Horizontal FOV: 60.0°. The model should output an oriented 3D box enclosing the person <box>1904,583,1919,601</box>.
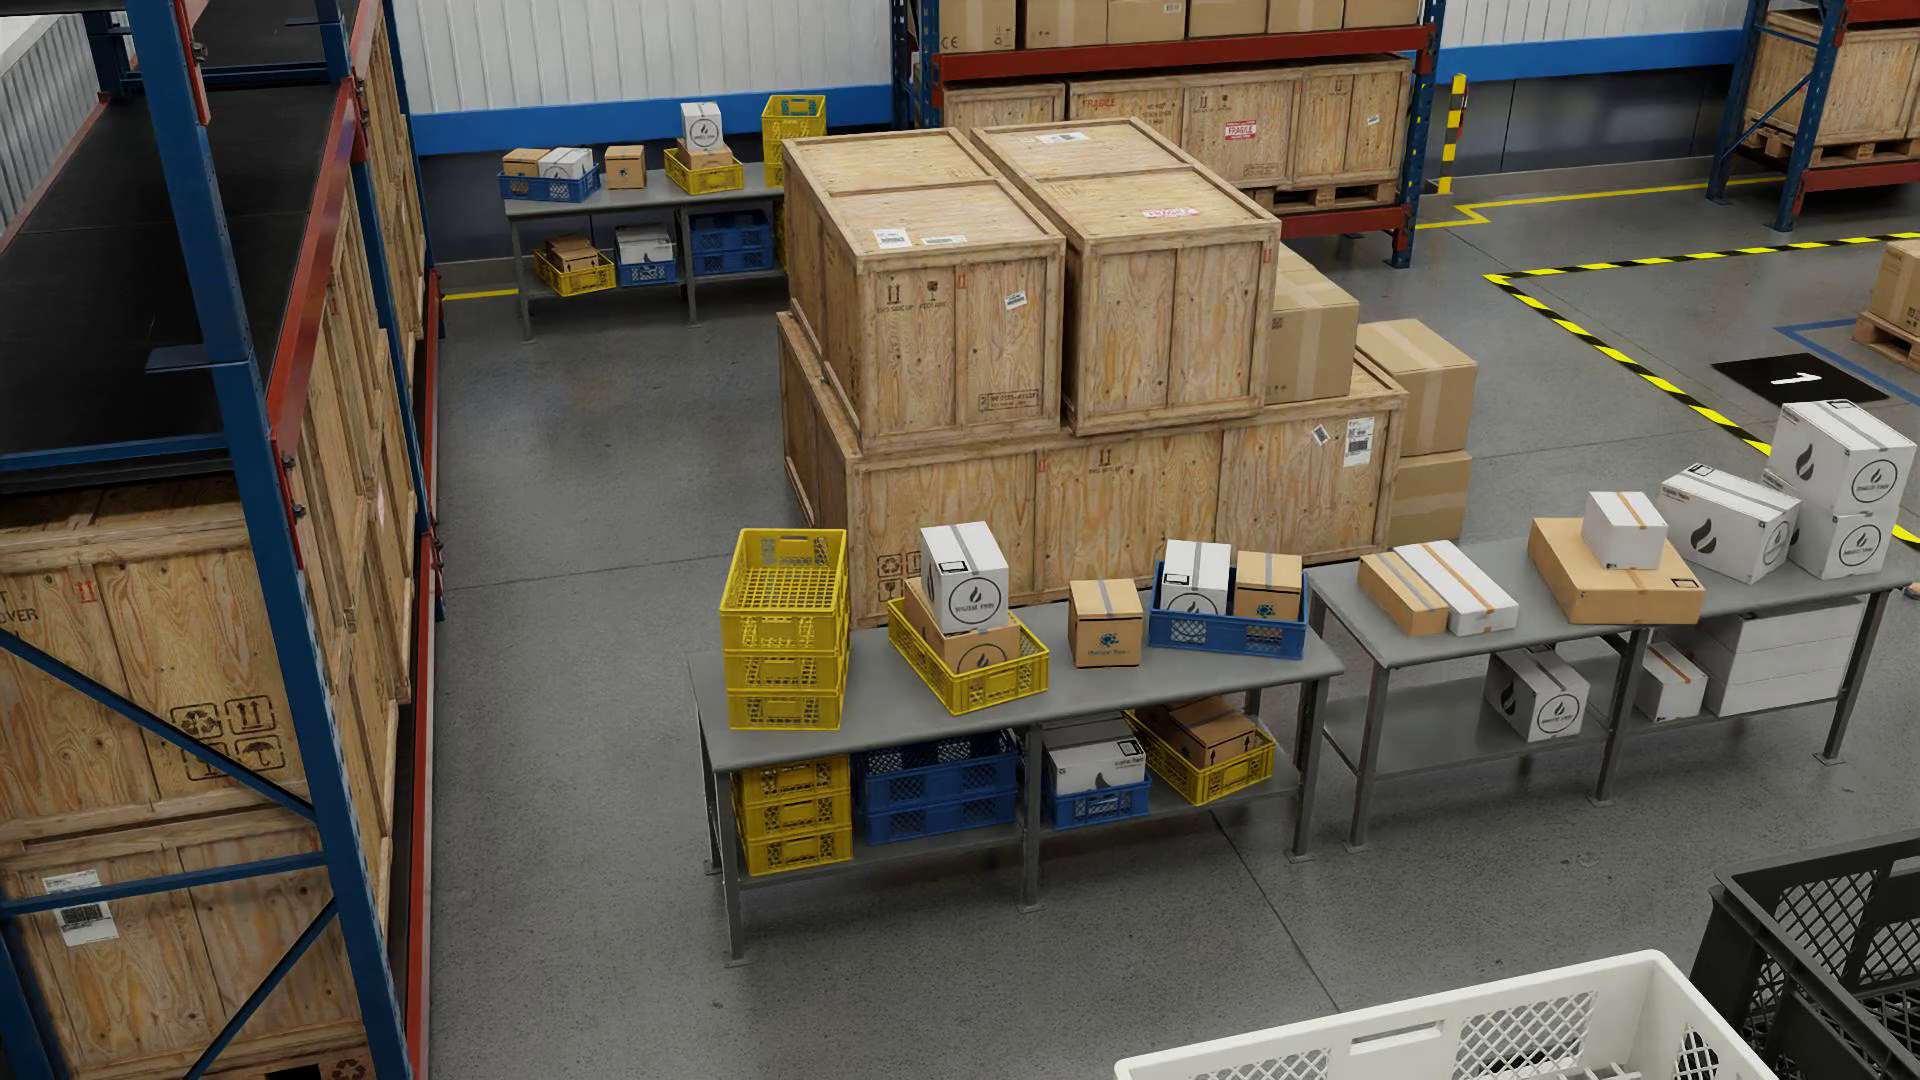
[{"bbox_3d":[5.191,-0.495,8.177,0.366,2.046,0.605,0,29,0],"label":"person"}]
